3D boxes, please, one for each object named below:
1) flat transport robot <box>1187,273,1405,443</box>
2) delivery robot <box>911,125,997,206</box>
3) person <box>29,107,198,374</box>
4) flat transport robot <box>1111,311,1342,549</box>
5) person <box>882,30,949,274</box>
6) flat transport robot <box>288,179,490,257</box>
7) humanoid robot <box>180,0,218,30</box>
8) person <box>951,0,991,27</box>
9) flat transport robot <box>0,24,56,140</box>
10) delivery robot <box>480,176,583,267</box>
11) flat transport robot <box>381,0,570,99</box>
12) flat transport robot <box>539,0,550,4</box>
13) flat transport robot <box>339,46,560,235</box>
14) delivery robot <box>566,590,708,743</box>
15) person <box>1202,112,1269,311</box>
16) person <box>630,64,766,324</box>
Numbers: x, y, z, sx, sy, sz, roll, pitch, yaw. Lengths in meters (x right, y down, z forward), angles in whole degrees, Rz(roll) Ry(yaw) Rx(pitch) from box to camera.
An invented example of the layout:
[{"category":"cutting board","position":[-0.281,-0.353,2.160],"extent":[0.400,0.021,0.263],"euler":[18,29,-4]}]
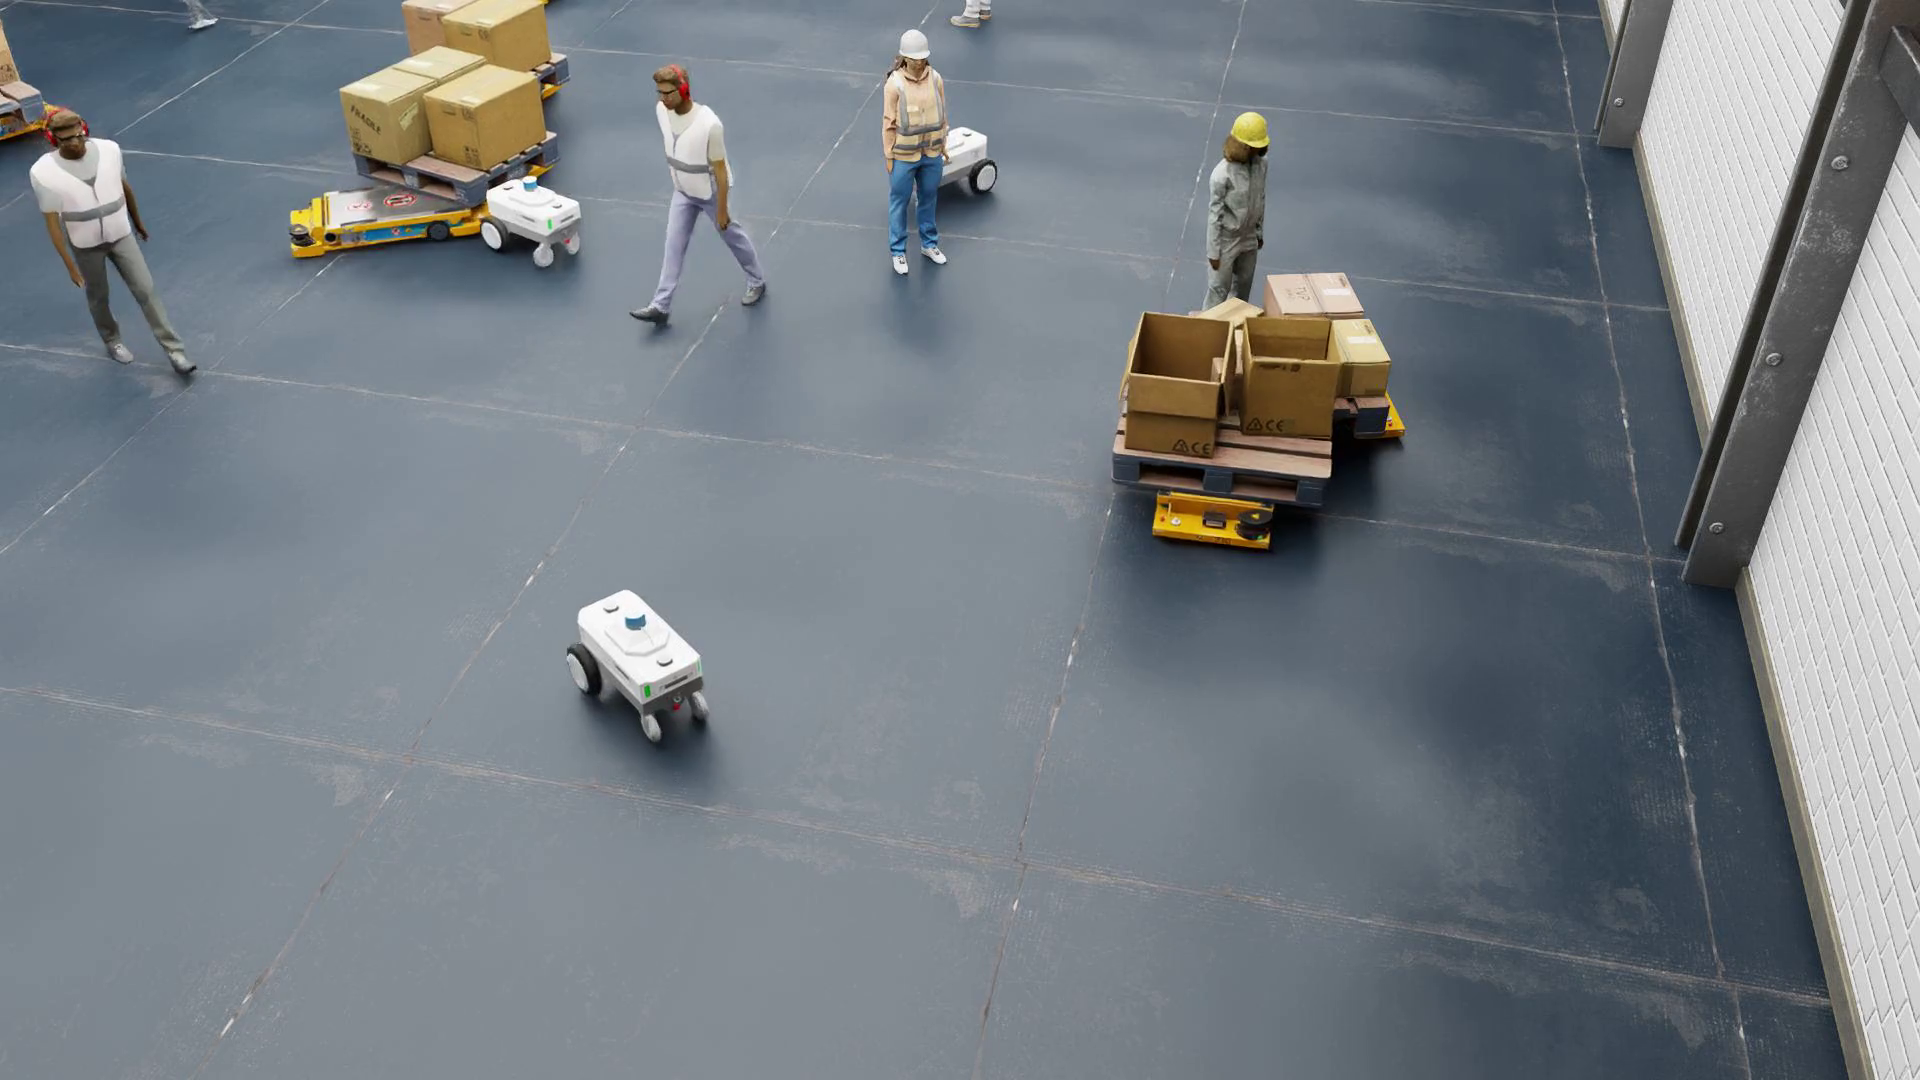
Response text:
[{"category":"flat transport robot","position":[1.988,-0.862,10.372],"extent":[1.431,0.231,0.659],"euler":[-2,37,-3]},{"category":"delivery robot","position":[-0.120,-2.926,12.894],"extent":[0.789,0.593,0.499],"euler":[-30,46,-34]},{"category":"person","position":[-5.330,-1.840,10.406],"extent":[0.940,1.792,0.619],"euler":[29,46,33]},{"category":"flat transport robot","position":[1.544,-0.459,9.833],"extent":[0.659,0.231,1.431],"euler":[7,37,10]},{"category":"person","position":[-0.322,-2.732,11.655],"extent":[0.490,1.729,0.365],"euler":[-18,40,-22]},{"category":"flat transport robot","position":[-4.269,-2.432,12.473],"extent":[1.431,0.231,0.659],"euler":[-11,38,-15]},{"category":"humanoid robot","position":[-7.335,-5.602,15.490],"extent":[0.557,1.784,0.761],"euler":[19,41,24]},{"category":"person","position":[0.126,-5.788,15.618],"extent":[0.356,1.882,0.573],"euler":[18,41,23]},{"category":"flat transport robot","position":[-8.260,-3.406,13.777],"extent":[0.659,0.231,1.431],"euler":[27,45,31]},{"category":"delivery robot","position":[-3.120,-2.360,12.131],"extent":[0.748,0.587,0.524],"euler":[23,43,28]},{"category":"flat transport robot","position":[-4.111,-3.770,14.263],"extent":[0.659,0.231,1.431],"euler":[16,40,21]},{"category":"flat transport robot","position":[-4.111,-5.766,16.935],"extent":[0.659,0.231,1.431],"euler":[18,41,23]},{"category":"flat transport robot","position":[-3.890,-2.791,12.954],"extent":[0.659,0.231,1.431],"euler":[19,41,23]},{"category":"delivery robot","position":[-1.579,0.576,8.204],"extent":[0.499,0.589,0.784],"euler":[-26,44,-30]},{"category":"person","position":[1.751,-1.886,10.524],"extent":[0.489,1.730,0.321],"euler":[-28,45,-32]},{"category":"person","position":[-1.770,-2.290,11.030],"extent":[0.606,1.765,1.062],"euler":[25,43,29]}]
